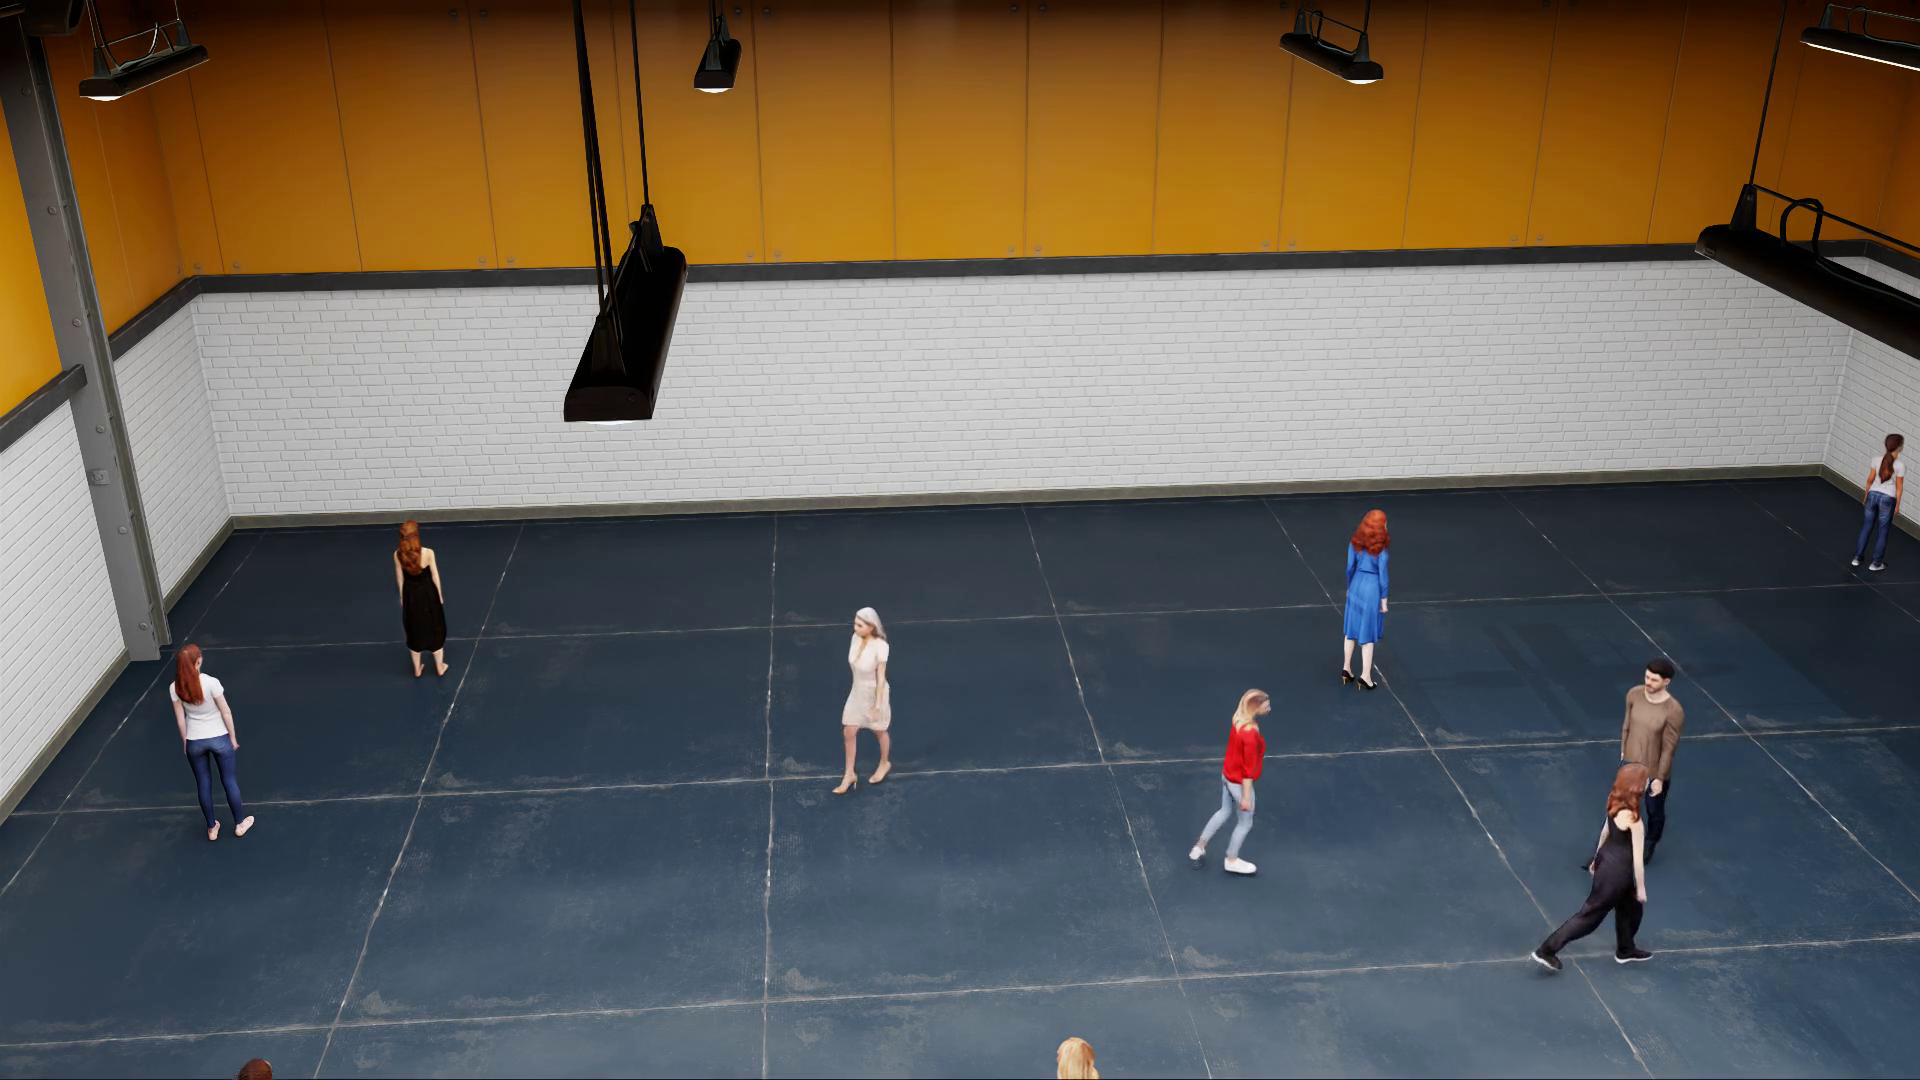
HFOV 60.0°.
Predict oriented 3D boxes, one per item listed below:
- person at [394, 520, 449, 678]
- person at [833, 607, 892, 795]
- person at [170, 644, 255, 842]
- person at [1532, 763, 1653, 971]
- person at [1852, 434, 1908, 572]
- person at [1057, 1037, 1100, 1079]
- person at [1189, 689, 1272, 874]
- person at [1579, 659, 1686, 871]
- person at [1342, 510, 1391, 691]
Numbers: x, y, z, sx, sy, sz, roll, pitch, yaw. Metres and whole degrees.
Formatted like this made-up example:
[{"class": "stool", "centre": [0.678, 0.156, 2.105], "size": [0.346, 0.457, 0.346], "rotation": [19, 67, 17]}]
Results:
[{"class": "person", "centre": [-5.222, 0.565, 16.091], "size": [0.557, 1.623, 0.566], "rotation": [-1, 24, -1]}, {"class": "person", "centre": [-0.698, 1.335, 14.217], "size": [0.907, 1.715, 0.949], "rotation": [22, 32, 40]}, {"class": "person", "centre": [-6.103, 1.638, 13.493], "size": [0.580, 1.739, 0.552], "rotation": [-4, 24, -10]}, {"class": "person", "centre": [4.560, 2.379, 11.837], "size": [0.667, 1.707, 1.093], "rotation": [-1, 24, -3]}, {"class": "person", "centre": [10.237, -0.442, 18.472], "size": [0.683, 1.561, 0.595], "rotation": [-17, 29, -34]}, {"class": "person", "centre": [0.633, 3.485, 9.189], "size": [0.789, 1.802, 0.702], "rotation": [13, 27, 28]}, {"class": "person", "centre": [2.142, 1.888, 13.002], "size": [0.738, 1.674, 0.688], "rotation": [-5, 24, -12]}, {"class": "person", "centre": [5.451, 1.764, 13.078], "size": [1.105, 1.841, 1.142], "rotation": [-19, 30, -36]}, {"class": "person", "centre": [3.850, 0.572, 15.823], "size": [0.773, 1.826, 0.687], "rotation": [-19, 30, -36]}]
